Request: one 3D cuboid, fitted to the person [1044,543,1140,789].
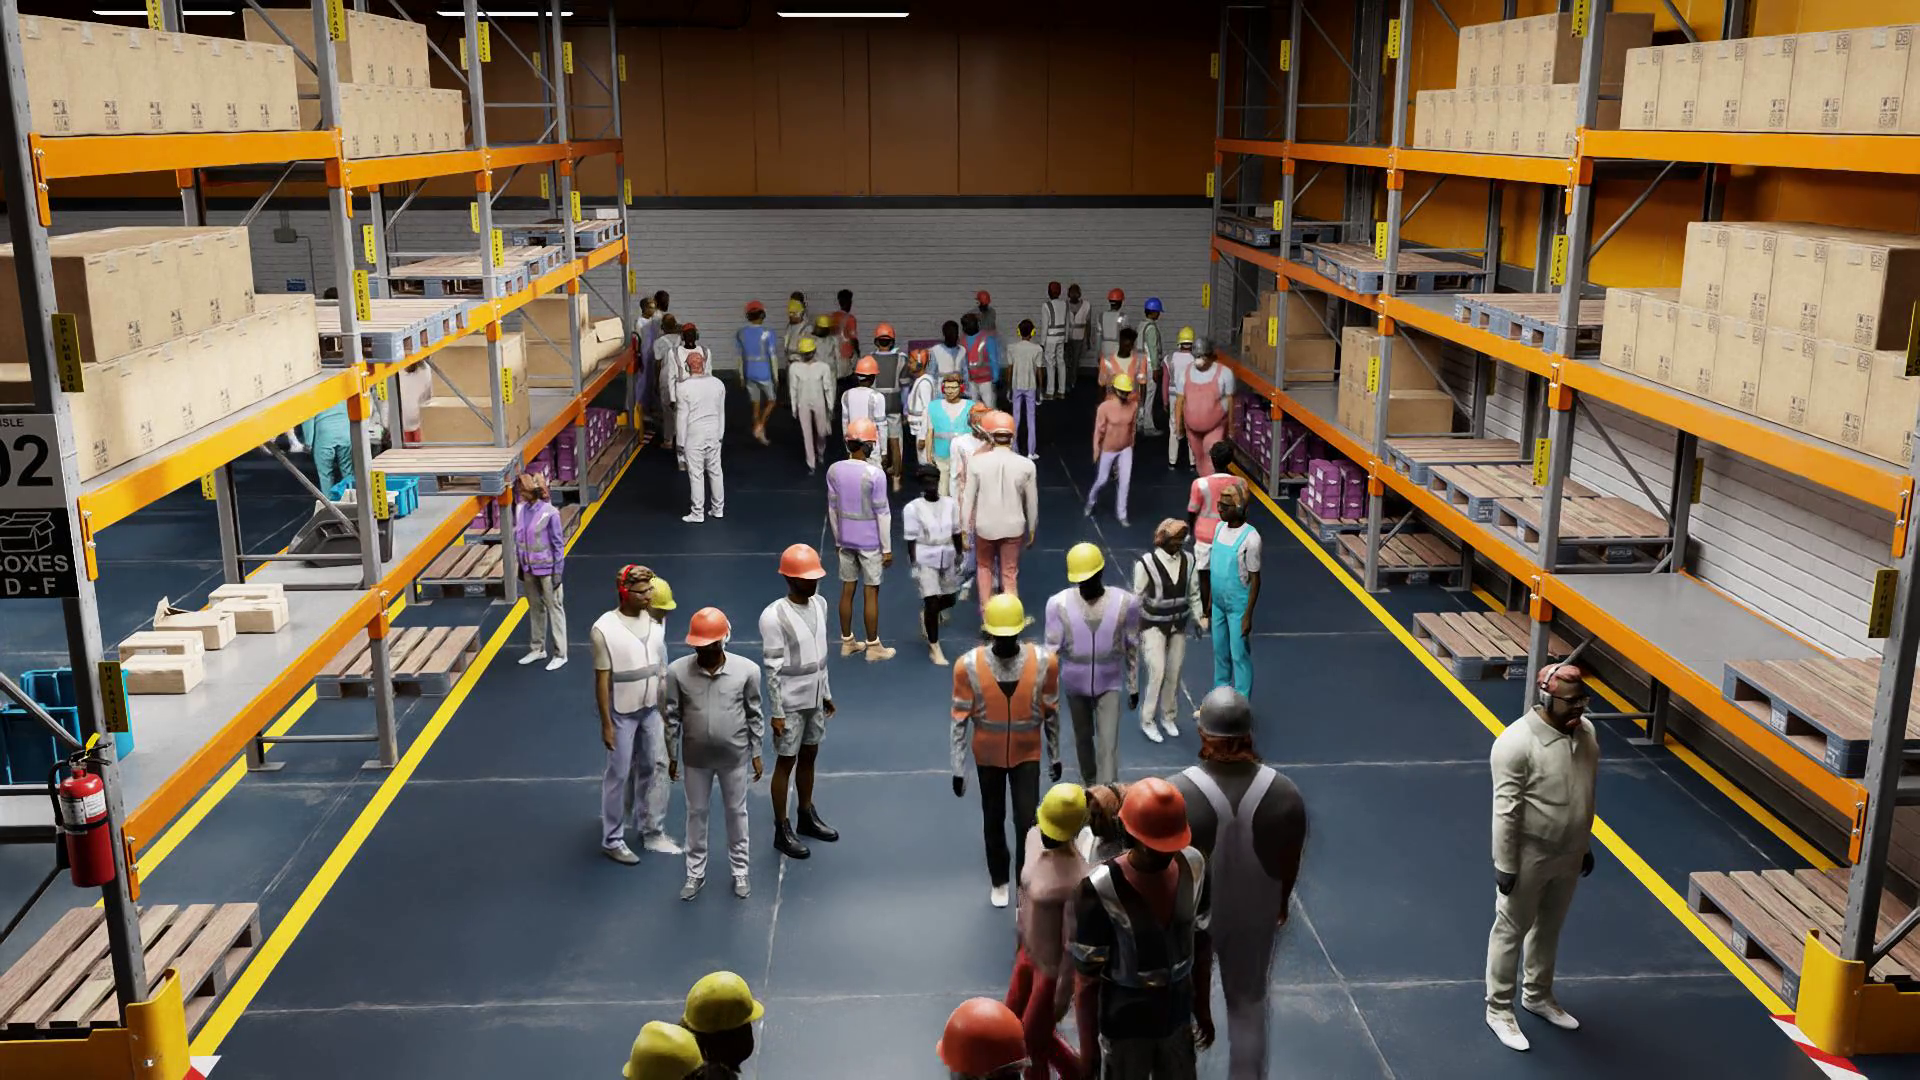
[{"bbox_3d":[0.833,0.913,10.495,0.609,1.858,1.021,1,14,3],"label":"person"}]

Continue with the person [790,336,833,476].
[{"bbox_3d":[-1.883,-1.720,21.057,0.537,1.750,0.605,-2,14,-7],"label":"person"}]

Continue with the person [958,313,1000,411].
[{"bbox_3d":[0.289,-2.234,22.987,0.685,1.806,0.585,10,17,35],"label":"person"}]

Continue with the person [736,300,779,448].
[{"bbox_3d":[-2.728,-2.233,22.546,0.623,2.011,0.502,6,15,21],"label":"person"}]

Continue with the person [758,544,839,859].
[{"bbox_3d":[-0.960,0.962,10.147,0.360,1.939,0.543,10,17,33],"label":"person"}]

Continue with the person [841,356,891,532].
[{"bbox_3d":[-0.997,-1.006,17.873,0.549,1.937,0.358,8,16,28],"label":"person"}]

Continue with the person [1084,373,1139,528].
[{"bbox_3d":[1.670,-1.026,18.381,0.538,1.732,0.707,-6,15,-21],"label":"person"}]

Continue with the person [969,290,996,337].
[{"bbox_3d":[0.362,-3.182,26.841,0.581,1.720,0.482,-9,17,-32],"label":"person"}]

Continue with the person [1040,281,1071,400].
[{"bbox_3d":[1.498,-3.168,26.469,0.584,1.882,0.345,-11,18,-38],"label":"person"}]

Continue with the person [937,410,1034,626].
[{"bbox_3d":[0.180,-0.174,14.550,0.878,1.968,0.609,-4,15,-16],"label":"person"}]

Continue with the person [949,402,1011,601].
[{"bbox_3d":[0.192,-0.350,15.428,0.582,1.877,0.356,0,14,1],"label":"person"}]

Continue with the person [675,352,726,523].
[{"bbox_3d":[-2.898,-1.137,18.460,0.643,1.905,0.400,-14,20,-43],"label":"person"}]

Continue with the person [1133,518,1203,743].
[{"bbox_3d":[1.522,0.659,11.972,0.544,1.616,0.505,-7,16,-25],"label":"person"}]

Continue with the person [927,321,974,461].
[{"bbox_3d":[-0.098,-1.877,21.407,1.001,1.867,0.605,14,20,43],"label":"person"}]

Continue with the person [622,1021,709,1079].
[{"bbox_3d":[-0.806,2.326,5.177,0.675,1.747,0.538,9,17,33],"label":"person"}]

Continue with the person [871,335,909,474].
[{"bbox_3d":[-0.936,-1.770,21.063,0.634,1.842,0.429,12,19,40],"label":"person"}]

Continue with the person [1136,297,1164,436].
[{"bbox_3d":[2.681,-2.453,23.538,0.389,1.946,0.603,-3,15,-12],"label":"person"}]

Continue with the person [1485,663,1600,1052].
[{"bbox_3d":[2.843,1.511,8.053,0.639,1.910,0.407,-8,17,-30],"label":"person"}]

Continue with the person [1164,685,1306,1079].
[{"bbox_3d":[1.167,1.578,7.523,0.709,2.000,0.998,-1,14,-5],"label":"person"}]

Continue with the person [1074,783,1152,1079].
[{"bbox_3d":[0.685,1.830,7.367,0.456,1.626,0.517,-8,16,-28],"label":"person"}]

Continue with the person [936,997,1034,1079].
[{"bbox_3d":[0.134,2.310,4.817,0.639,1.965,0.883,-11,18,-38],"label":"person"}]

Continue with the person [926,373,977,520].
[{"bbox_3d":[-0.073,-0.837,17.392,0.571,1.843,0.373,1,14,3],"label":"person"}]

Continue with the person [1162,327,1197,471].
[{"bbox_3d":[2.868,-1.789,21.147,0.600,1.836,0.404,4,15,14],"label":"person"}]

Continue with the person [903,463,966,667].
[{"bbox_3d":[-0.235,0.179,13.775,0.556,1.669,0.637,-8,17,-30],"label":"person"}]

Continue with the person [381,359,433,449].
[{"bbox_3d":[-6.256,-1.280,18.940,0.641,1.941,1.021,-1,14,-4],"label":"person"}]

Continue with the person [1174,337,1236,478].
[{"bbox_3d":[2.779,-1.377,19.123,0.693,2.000,1.019,7,16,26],"label":"person"}]

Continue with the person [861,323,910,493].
[{"bbox_3d":[-0.901,-1.578,19.928,0.600,2.035,0.409,-2,14,-9],"label":"person"}]

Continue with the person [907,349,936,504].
[{"bbox_3d":[-0.430,-1.226,18.848,0.357,1.881,0.574,-1,14,-4],"label":"person"}]

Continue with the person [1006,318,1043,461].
[{"bbox_3d":[0.847,-1.963,21.797,0.500,1.861,0.324,4,15,14],"label":"person"}]

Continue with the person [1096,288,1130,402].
[{"bbox_3d":[2.304,-2.795,24.895,0.547,1.937,0.379,9,17,32],"label":"person"}]

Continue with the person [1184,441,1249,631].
[{"bbox_3d":[2.243,-0.031,14.535,0.542,1.695,0.353,-3,15,-11],"label":"person"}]

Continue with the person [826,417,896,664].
[{"bbox_3d":[-0.803,0.003,13.702,0.608,2.044,0.372,10,17,34],"label":"person"}]

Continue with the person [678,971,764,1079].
[{"bbox_3d":[-0.789,2.237,5.529,0.322,1.742,0.493,-11,18,-36],"label":"person"}]

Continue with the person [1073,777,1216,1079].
[{"bbox_3d":[0.730,1.860,6.452,0.618,2.028,0.410,-8,16,-27],"label":"person"}]

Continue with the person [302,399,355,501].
[{"bbox_3d":[-7.028,-1.156,18.537,0.406,1.902,0.636,13,19,41],"label":"person"}]

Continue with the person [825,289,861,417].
[{"bbox_3d":[-1.761,-2.806,24.993,1.022,1.922,0.631,-8,17,-30],"label":"person"}]

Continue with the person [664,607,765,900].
[{"bbox_3d":[-1.404,1.218,9.516,0.573,1.746,0.337,-1,14,-3],"label":"person"}]

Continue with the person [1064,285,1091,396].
[{"bbox_3d":[1.843,-3.258,27.041,0.568,1.785,0.985,-1,14,-5],"label":"person"}]

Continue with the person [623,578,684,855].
[{"bbox_3d":[-1.953,1.043,10.323,0.359,1.707,0.795,-9,17,-30],"label":"person"}]

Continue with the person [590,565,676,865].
[{"bbox_3d":[-1.995,1.030,10.091,0.382,1.836,0.570,10,17,34],"label":"person"}]

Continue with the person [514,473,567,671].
[{"bbox_3d":[-3.414,0.250,13.544,0.515,1.636,0.315,10,17,34],"label":"person"}]

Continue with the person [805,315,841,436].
[{"bbox_3d":[-1.923,-2.302,23.373,0.507,1.726,0.493,-2,14,-6],"label":"person"}]

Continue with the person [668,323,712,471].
[{"bbox_3d":[-3.425,-1.819,21.174,0.573,1.883,0.356,-5,15,-20],"label":"person"}]

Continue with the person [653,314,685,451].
[{"bbox_3d":[-3.897,-2.132,22.479,0.514,1.844,0.328,-10,17,-33],"label":"person"}]

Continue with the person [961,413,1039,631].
[{"bbox_3d":[0.333,-0.102,14.279,0.678,1.961,0.540,0,14,-1],"label":"person"}]

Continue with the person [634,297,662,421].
[{"bbox_3d":[-4.639,-2.675,24.646,0.365,1.836,0.504,3,15,13],"label":"person"}]

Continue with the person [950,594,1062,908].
[{"bbox_3d":[0.257,1.227,9.178,0.626,1.891,0.845,0,14,0],"label":"person"}]

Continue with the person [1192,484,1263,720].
[{"bbox_3d":[1.981,0.492,12.177,0.346,1.846,0.505,-8,16,-28],"label":"person"}]

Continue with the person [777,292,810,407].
[{"bbox_3d":[-2.539,-2.919,25.630,0.780,1.811,0.543,-4,15,-17],"label":"person"}]

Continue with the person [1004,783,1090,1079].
[{"bbox_3d":[0.357,1.827,7.164,0.452,1.721,0.550,-5,15,-18],"label":"person"}]

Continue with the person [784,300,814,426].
[{"bbox_3d":[-2.362,-2.600,24.351,0.404,1.835,0.598,-13,19,-41],"label":"person"}]

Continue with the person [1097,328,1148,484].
[{"bbox_3d":[2.012,-1.673,20.591,0.608,1.898,1.078,0,14,-1],"label":"person"}]
